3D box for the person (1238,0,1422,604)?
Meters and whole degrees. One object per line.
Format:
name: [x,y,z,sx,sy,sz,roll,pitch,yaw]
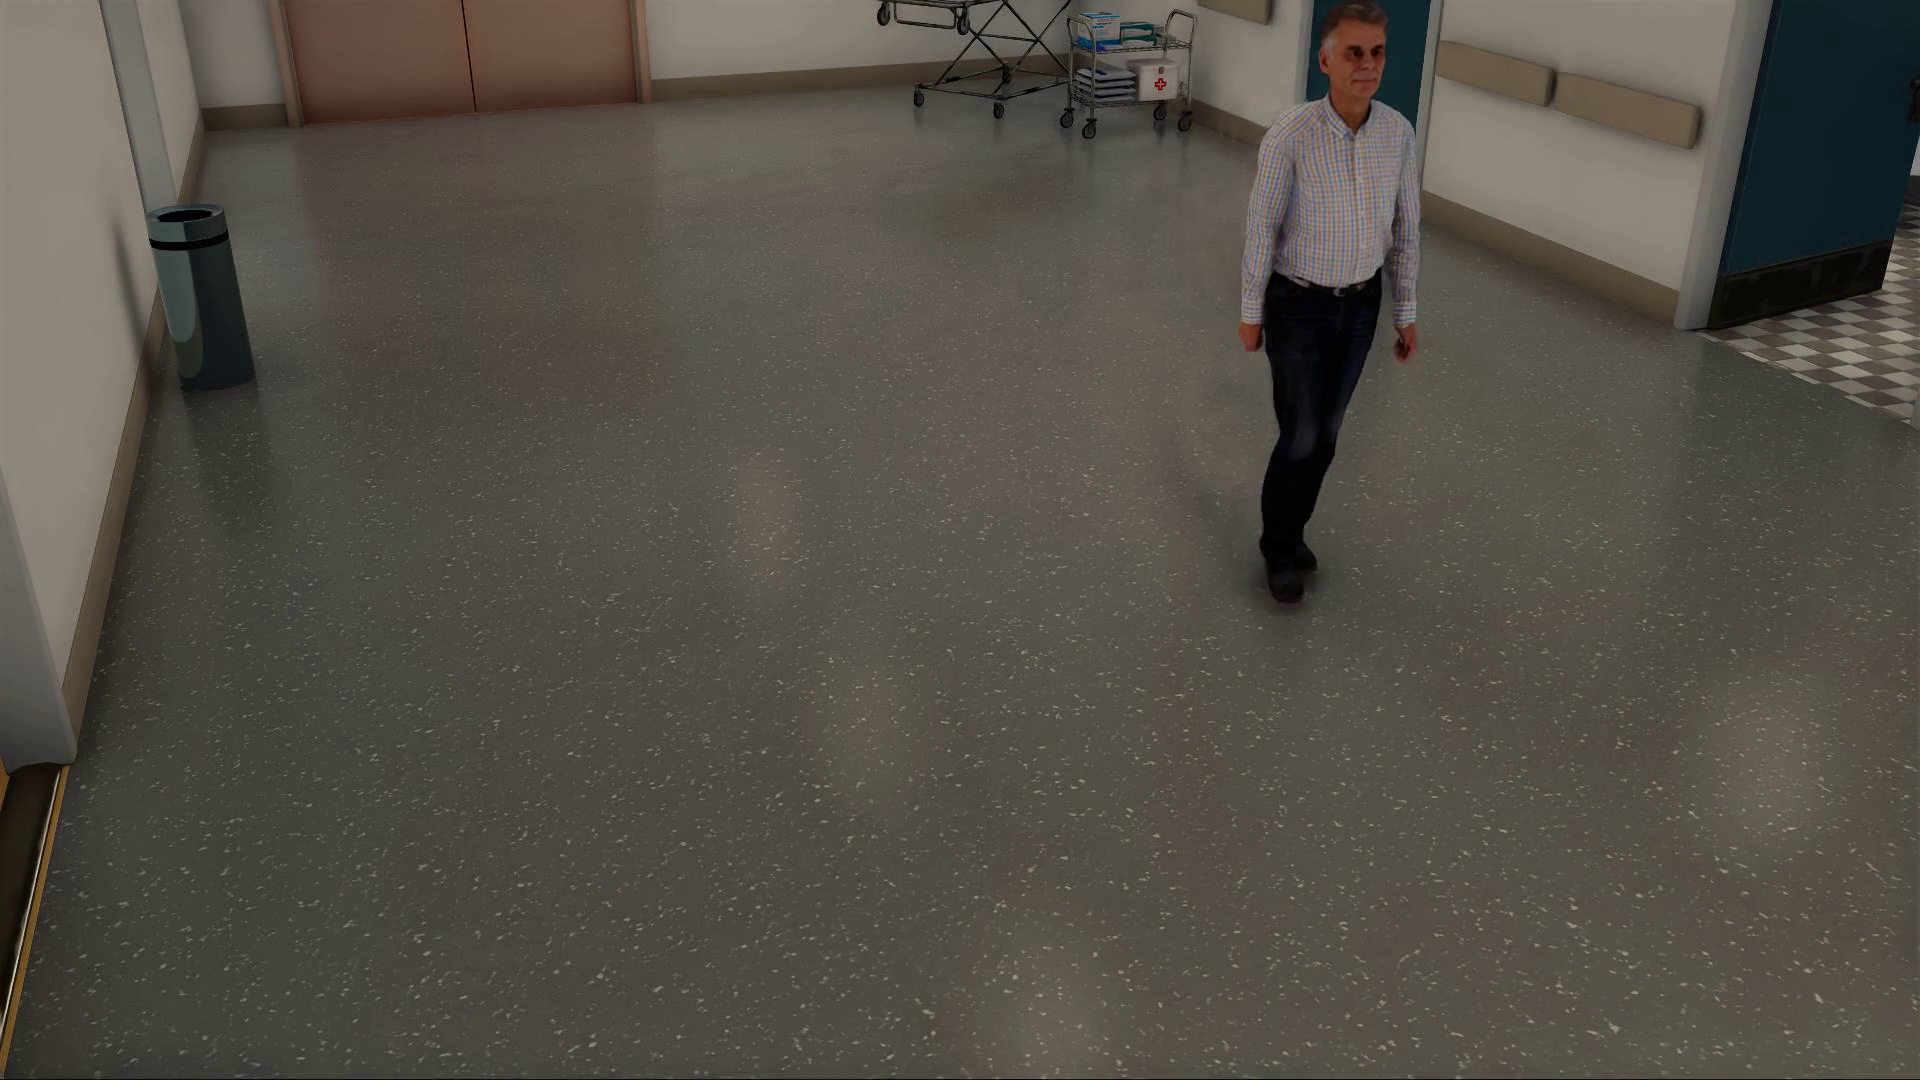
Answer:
person: [1.087,-0.747,5.126,0.677,1.801,0.739,-7,27,-15]
